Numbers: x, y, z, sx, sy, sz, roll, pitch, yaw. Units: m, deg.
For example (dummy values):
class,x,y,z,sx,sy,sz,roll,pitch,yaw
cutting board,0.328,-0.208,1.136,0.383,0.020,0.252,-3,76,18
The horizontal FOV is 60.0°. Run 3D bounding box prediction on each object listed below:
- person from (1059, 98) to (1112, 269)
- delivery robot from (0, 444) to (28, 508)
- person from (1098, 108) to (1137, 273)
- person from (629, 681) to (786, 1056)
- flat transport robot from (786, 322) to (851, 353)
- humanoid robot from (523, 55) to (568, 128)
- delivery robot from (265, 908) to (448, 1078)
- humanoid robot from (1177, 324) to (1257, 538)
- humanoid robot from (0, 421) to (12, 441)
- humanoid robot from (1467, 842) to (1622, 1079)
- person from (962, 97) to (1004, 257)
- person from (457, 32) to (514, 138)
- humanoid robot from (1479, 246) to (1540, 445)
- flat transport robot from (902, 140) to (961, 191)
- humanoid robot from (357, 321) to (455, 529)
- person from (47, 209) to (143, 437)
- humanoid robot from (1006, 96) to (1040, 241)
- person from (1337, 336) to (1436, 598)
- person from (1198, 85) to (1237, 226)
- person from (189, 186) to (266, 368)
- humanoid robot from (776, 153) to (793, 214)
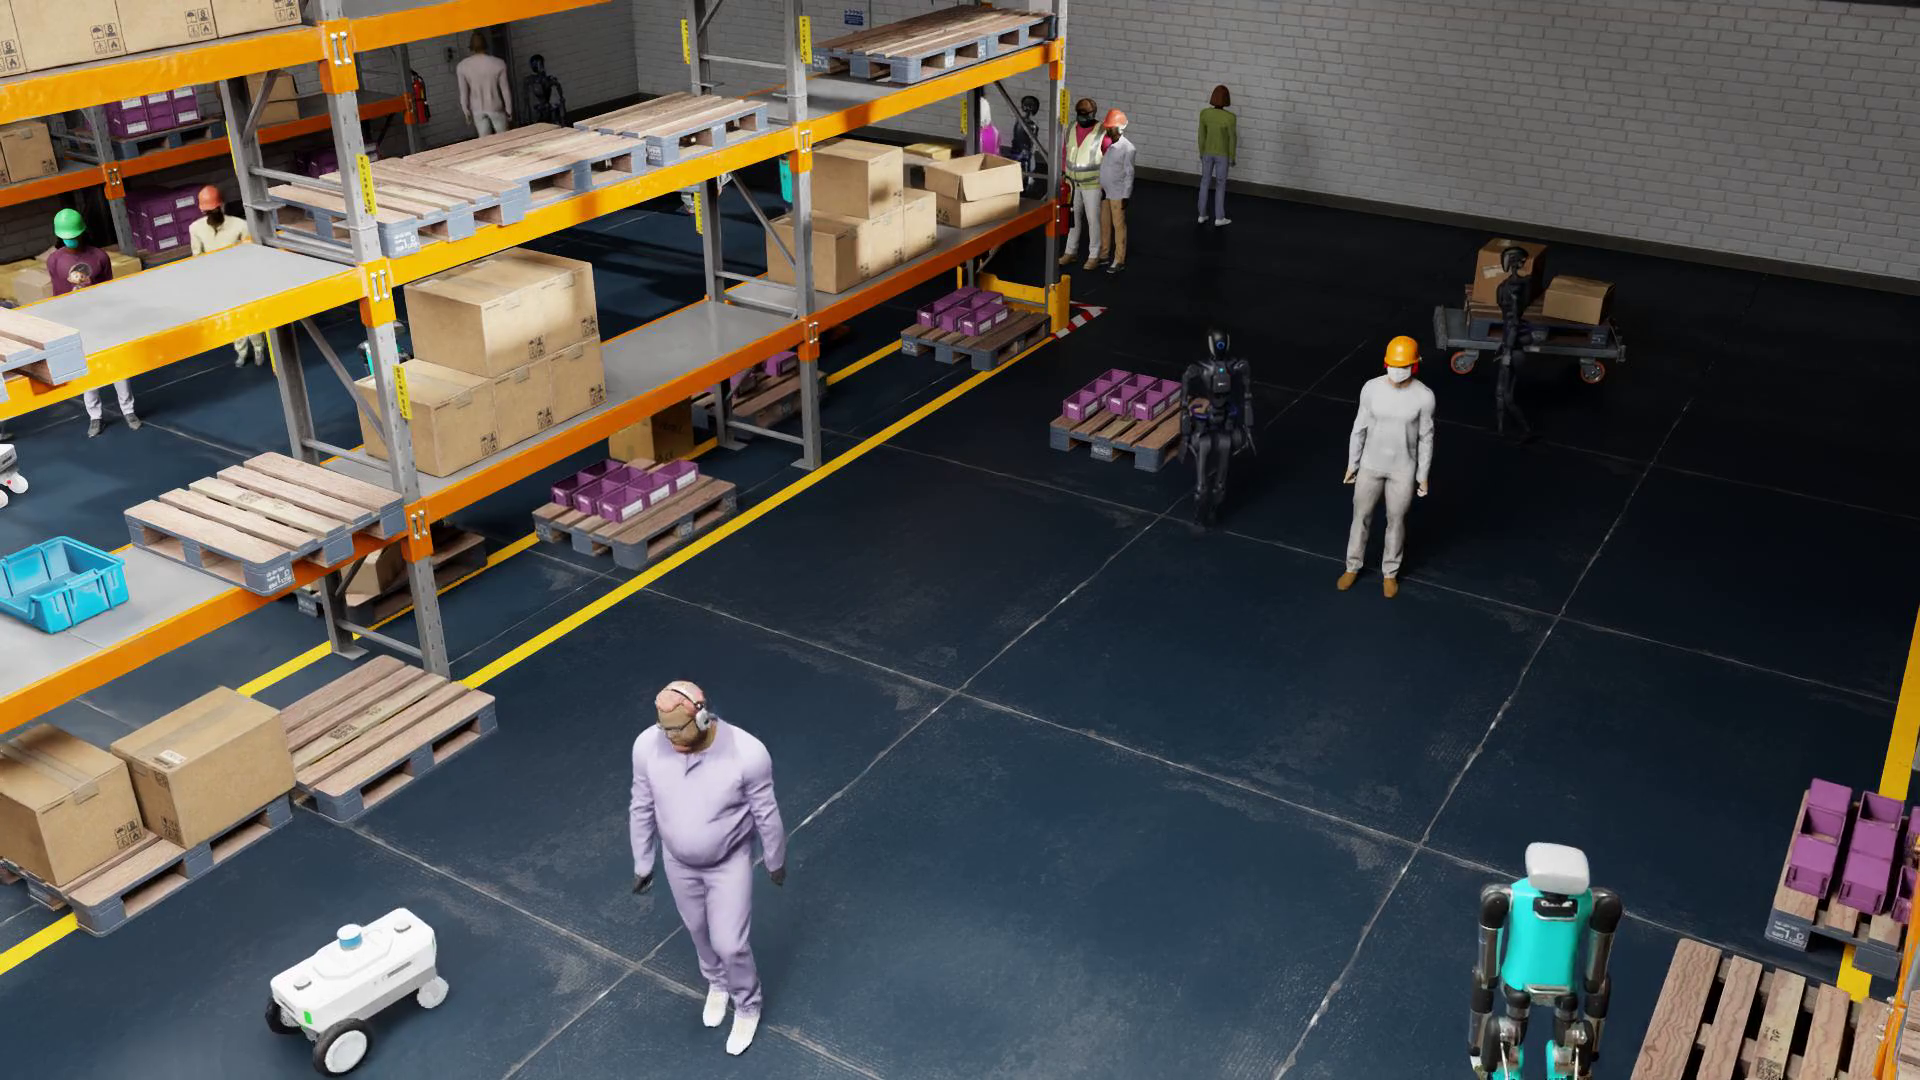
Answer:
class,x,y,z,sx,sy,sz,roll,pitch,yaw
person,1.349,-3.880,18.107,0.633,1.840,0.429,17,32,30
delivery robot,-7.761,-0.560,12.979,0.782,0.589,0.499,2,27,4
person,1.642,-3.795,18.030,0.319,1.755,0.559,-20,33,-34
person,-1.162,1.483,7.503,0.692,1.875,0.605,6,28,12
flat transport robot,-1.730,-1.931,16.002,0.659,0.231,1.431,16,31,28
humanoid robot,-5.253,-5.335,21.159,0.608,1.642,0.504,6,28,12
delivery robot,-2.832,2.084,7.794,0.499,0.611,0.814,21,34,36
humanoid robot,1.887,-0.788,12.196,0.592,1.652,0.369,-5,27,-9
humanoid robot,-8.130,-1.609,13.767,0.665,1.821,0.540,-15,30,-27
humanoid robot,2.261,2.097,6.459,0.541,1.778,0.803,2,27,4
person,0.196,-3.927,18.200,0.538,1.833,0.559,23,35,38
person,-5.997,-5.464,21.130,0.648,1.929,0.446,-4,27,-7
humanoid robot,4.670,-1.618,13.855,0.524,1.636,0.614,9,28,17
flat transport robot,-0.285,-3.689,19.468,1.431,0.231,0.659,22,34,36
humanoid robot,-3.884,-0.860,12.123,0.533,1.677,0.735,19,32,33
person,-7.293,-1.839,13.973,0.488,1.944,0.432,-13,29,-23
humanoid robot,0.689,-4.251,19.047,0.424,1.641,0.616,-10,28,-18
person,2.940,-0.503,11.395,0.569,1.896,0.375,10,29,19
person,3.030,-4.535,19.625,0.501,1.632,0.285,19,33,33
person,-6.732,-2.409,15.318,0.563,1.738,0.439,1,27,2
humanoid robot,-1.476,-3.183,16.899,0.672,1.849,0.536,-16,31,-28
